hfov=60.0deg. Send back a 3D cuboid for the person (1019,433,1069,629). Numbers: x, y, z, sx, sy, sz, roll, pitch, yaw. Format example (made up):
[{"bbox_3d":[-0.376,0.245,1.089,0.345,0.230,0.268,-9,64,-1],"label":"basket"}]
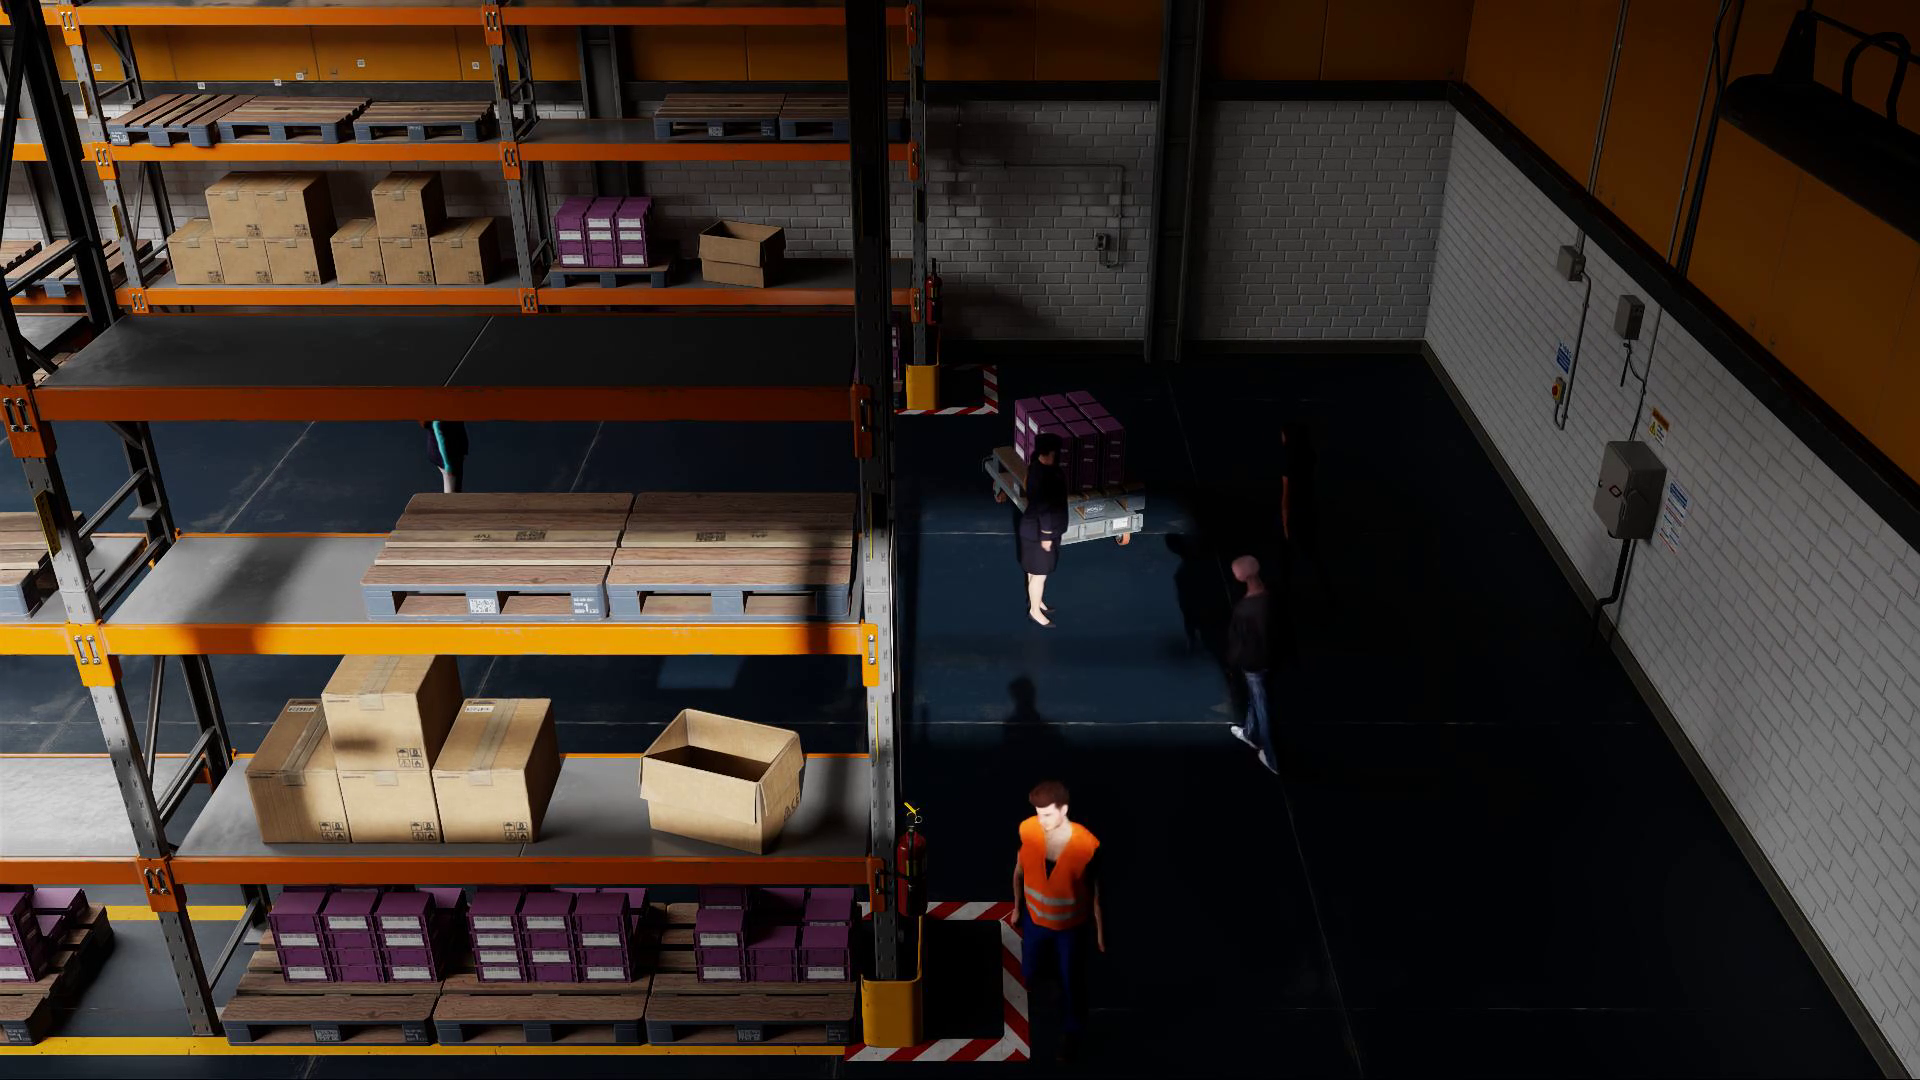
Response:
[{"bbox_3d":[0.659,-0.084,13.420,0.641,1.671,0.703,2,29,4],"label":"person"}]

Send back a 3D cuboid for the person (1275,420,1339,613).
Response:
[{"bbox_3d":[2.800,-0.140,13.487,1.025,1.706,1.009,-17,33,-28],"label":"person"}]

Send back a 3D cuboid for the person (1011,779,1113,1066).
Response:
[{"bbox_3d":[0.565,2.048,9.311,0.916,1.864,0.982,11,30,19],"label":"person"}]

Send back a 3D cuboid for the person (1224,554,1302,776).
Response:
[{"bbox_3d":[2.165,0.889,11.617,0.916,1.690,0.951,-10,30,-17],"label":"person"}]
